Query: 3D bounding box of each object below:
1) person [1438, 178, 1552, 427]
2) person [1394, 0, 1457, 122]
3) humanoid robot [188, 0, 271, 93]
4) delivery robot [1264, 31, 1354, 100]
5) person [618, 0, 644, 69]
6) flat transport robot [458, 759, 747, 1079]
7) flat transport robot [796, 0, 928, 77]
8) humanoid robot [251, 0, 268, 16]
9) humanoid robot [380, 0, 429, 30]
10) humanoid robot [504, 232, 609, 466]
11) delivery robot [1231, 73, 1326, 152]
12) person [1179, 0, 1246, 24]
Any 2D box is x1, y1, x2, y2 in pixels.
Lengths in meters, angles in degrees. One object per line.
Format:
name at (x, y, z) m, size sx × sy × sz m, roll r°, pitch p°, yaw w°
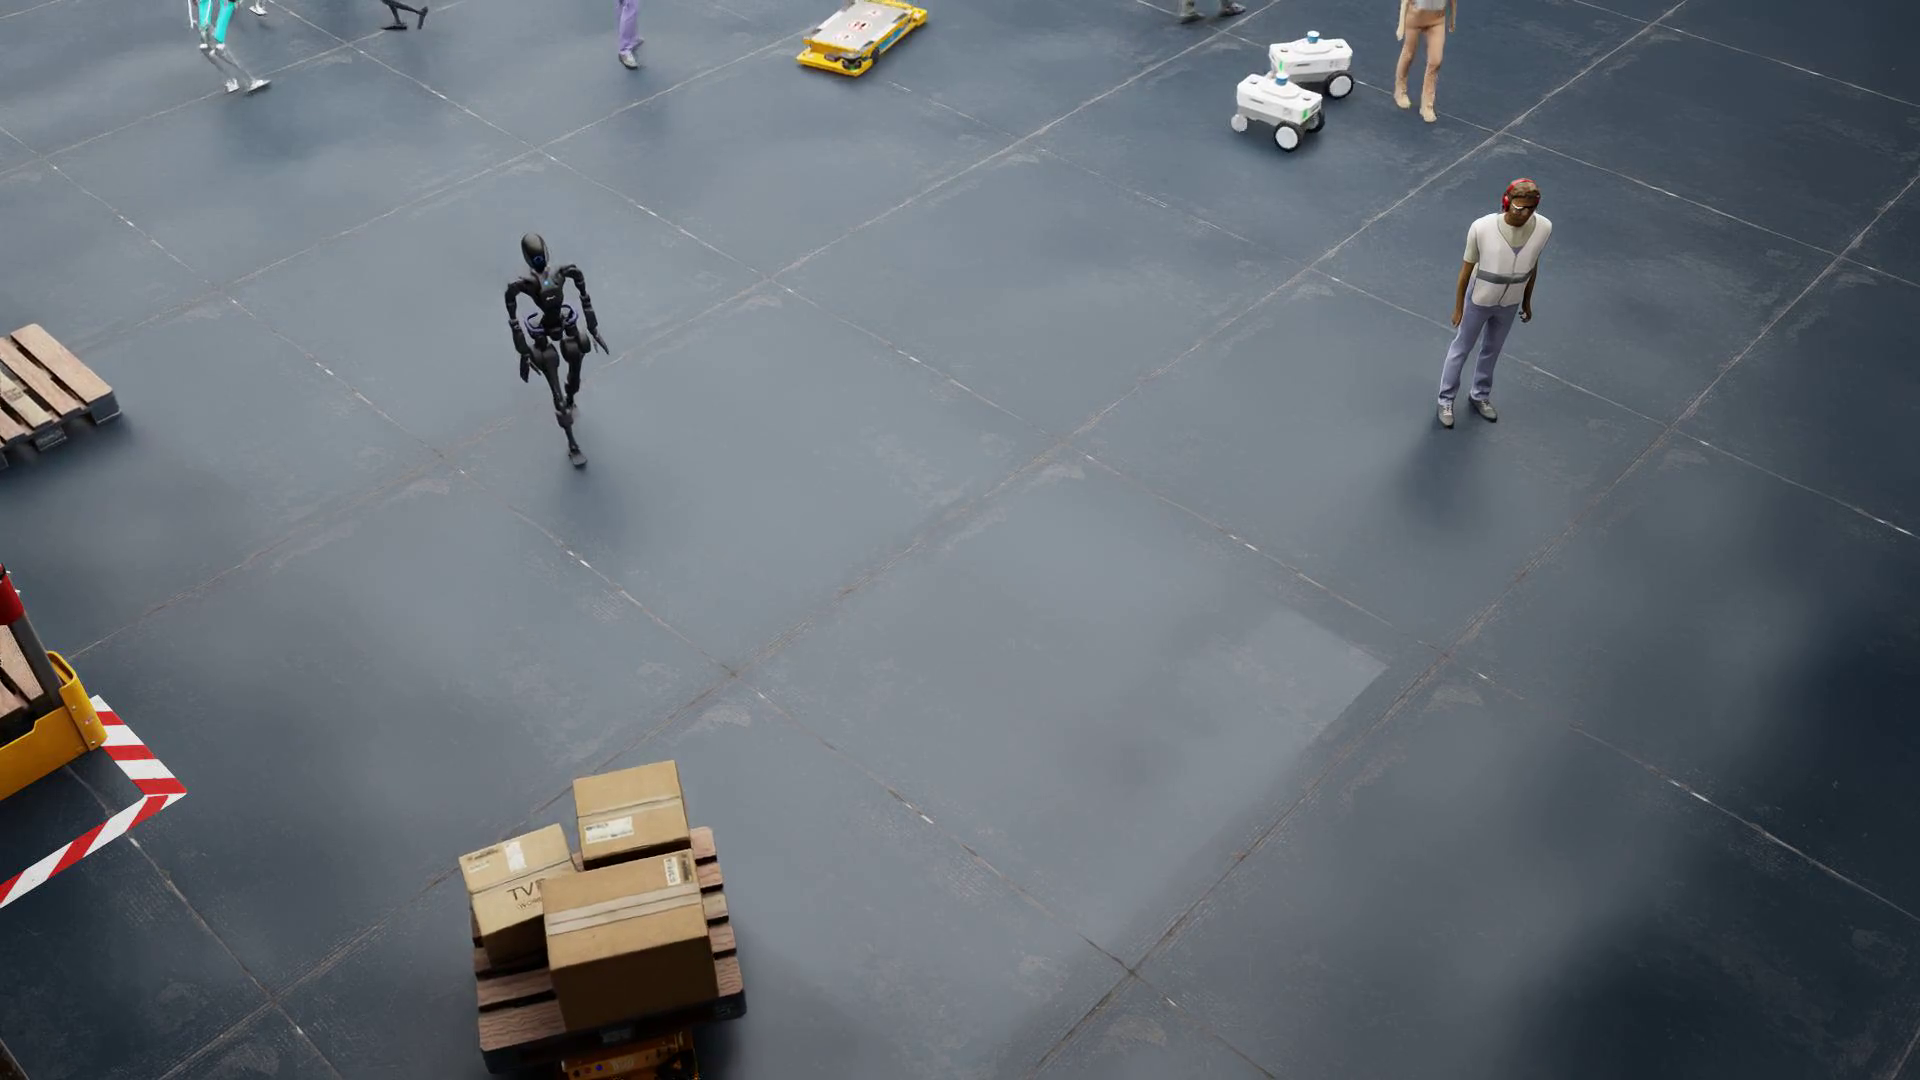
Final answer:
person at (3.563, -1.602, 11.127) m, size 0.562 × 1.847 × 0.389 m, roll -7°, pitch 42°, yaw -8°
person at (4.076, -4.488, 14.438) m, size 0.569 × 1.707 × 0.712 m, roll -5°, pitch 42°, yaw -5°
humanoid robot at (-6.663, -4.832, 14.786) m, size 0.619 × 1.740 × 0.785 m, roll 3°, pitch 42°, yaw 3°
delivery robot at (3.187, -4.328, 15.116) m, size 0.773 × 0.586 × 0.499 m, roll -7°, pitch 42°, yaw -7°
person at (-3.110, -5.296, 15.271) m, size 0.388 × 1.805 × 0.678 m, roll -7°, pitch 42°, yaw -8°
flat transport robot at (-1.709, 2.130, 8.159) m, size 0.659 × 0.231 × 1.431 m, roll -10°, pitch 43°, yaw -11°
flat transport robot at (-0.928, -4.862, 15.930) m, size 0.659 × 0.231 × 1.431 m, roll 19°, pitch 45°, yaw 20°
humanoid robot at (-6.999, -5.777, 15.846) m, size 0.996 × 1.723 × 0.538 m, roll 32°, pitch 51°, yaw 31°
humanoid robot at (-5.393, -5.603, 15.702) m, size 0.517 × 1.633 × 0.608 m, roll -3°, pitch 42°, yaw -3°
humanoid robot at (-2.647, -1.324, 10.988) m, size 0.609 × 1.629 × 0.795 m, roll -21°, pitch 46°, yaw -22°
delivery robot at (2.790, -3.766, 14.505) m, size 0.794 × 0.603 × 0.499 m, roll 26°, pitch 48°, yaw 26°
person at (2.486, -5.848, 15.879) m, size 0.822 × 1.802 × 0.554 m, roll -21°, pitch 46°, yaw -22°
